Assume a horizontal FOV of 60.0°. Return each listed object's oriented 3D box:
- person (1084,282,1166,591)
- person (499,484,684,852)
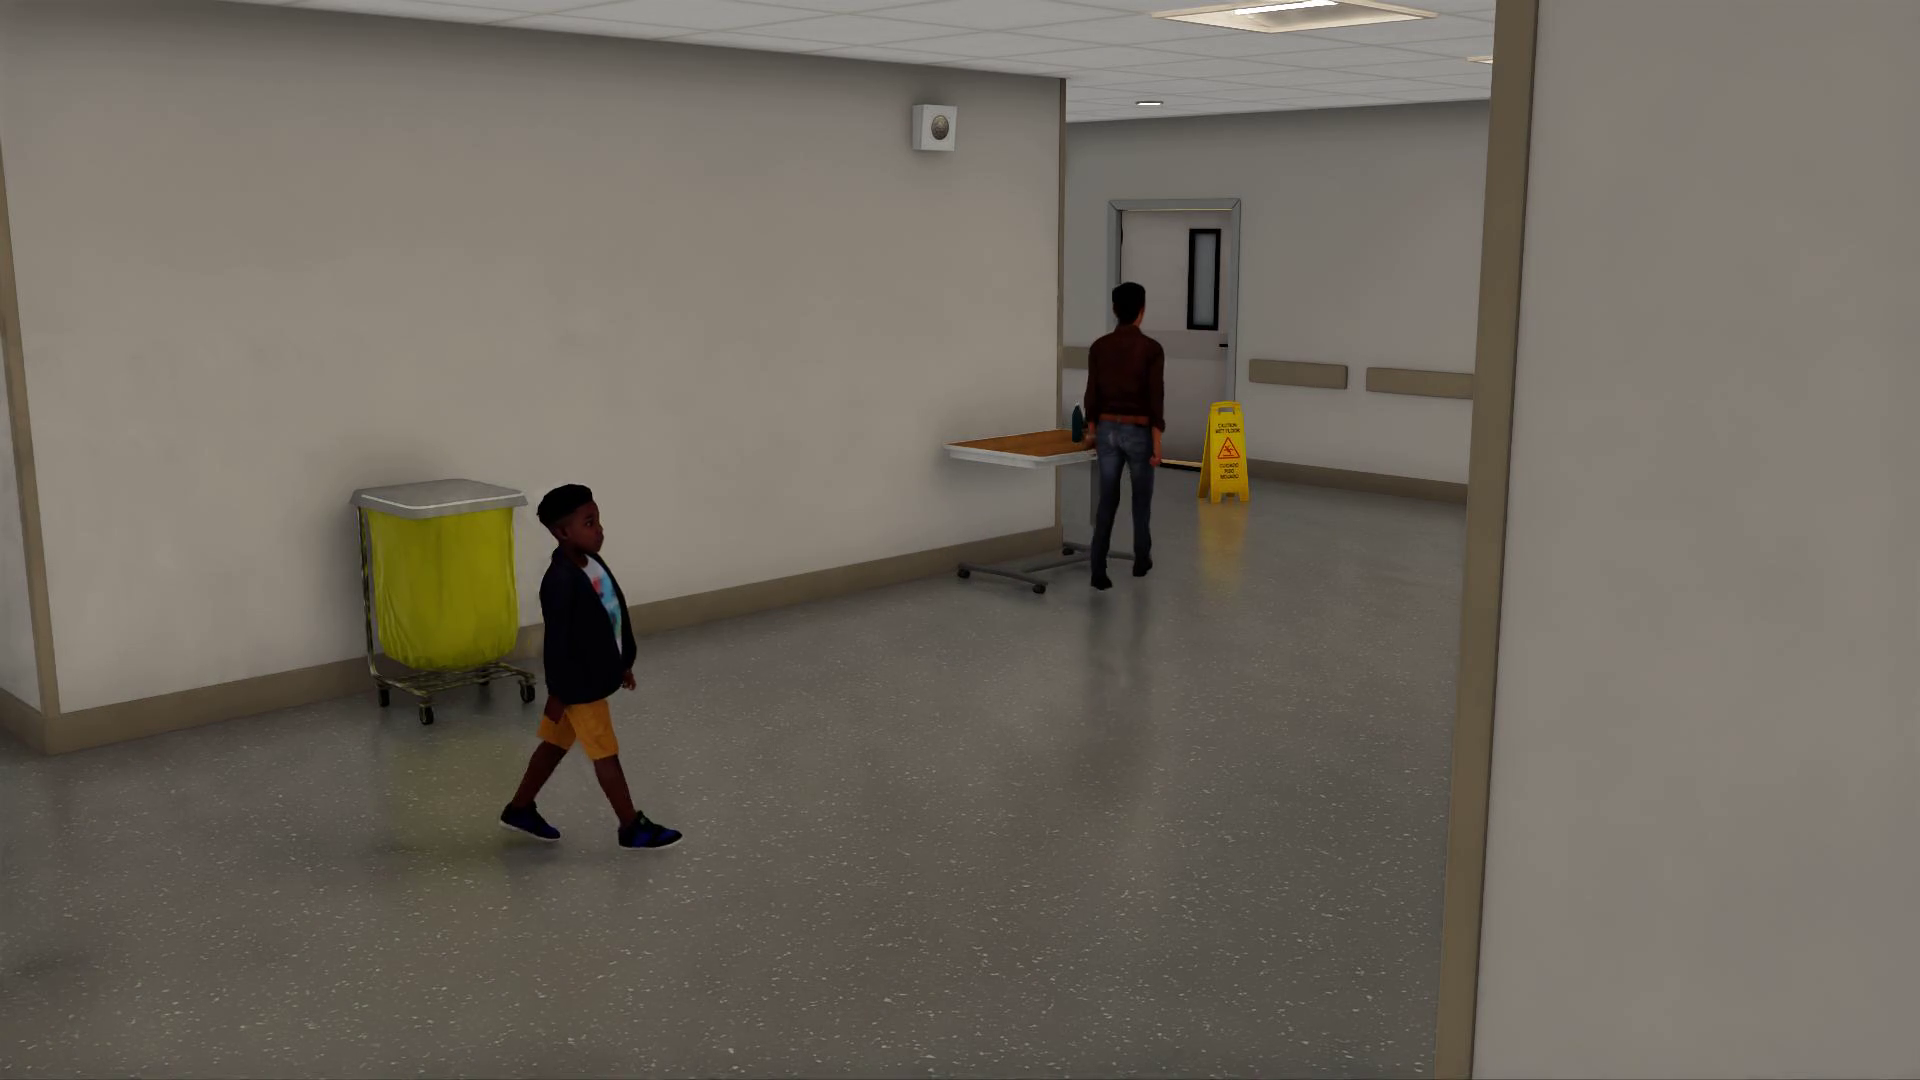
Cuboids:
[{"bbox_3d":[0.894,-0.539,9.426,1.203,1.729,1.045,4,12,21],"label":"person"},{"bbox_3d":[-1.331,0.440,5.559,0.917,1.248,0.853,0,11,1],"label":"person"}]
